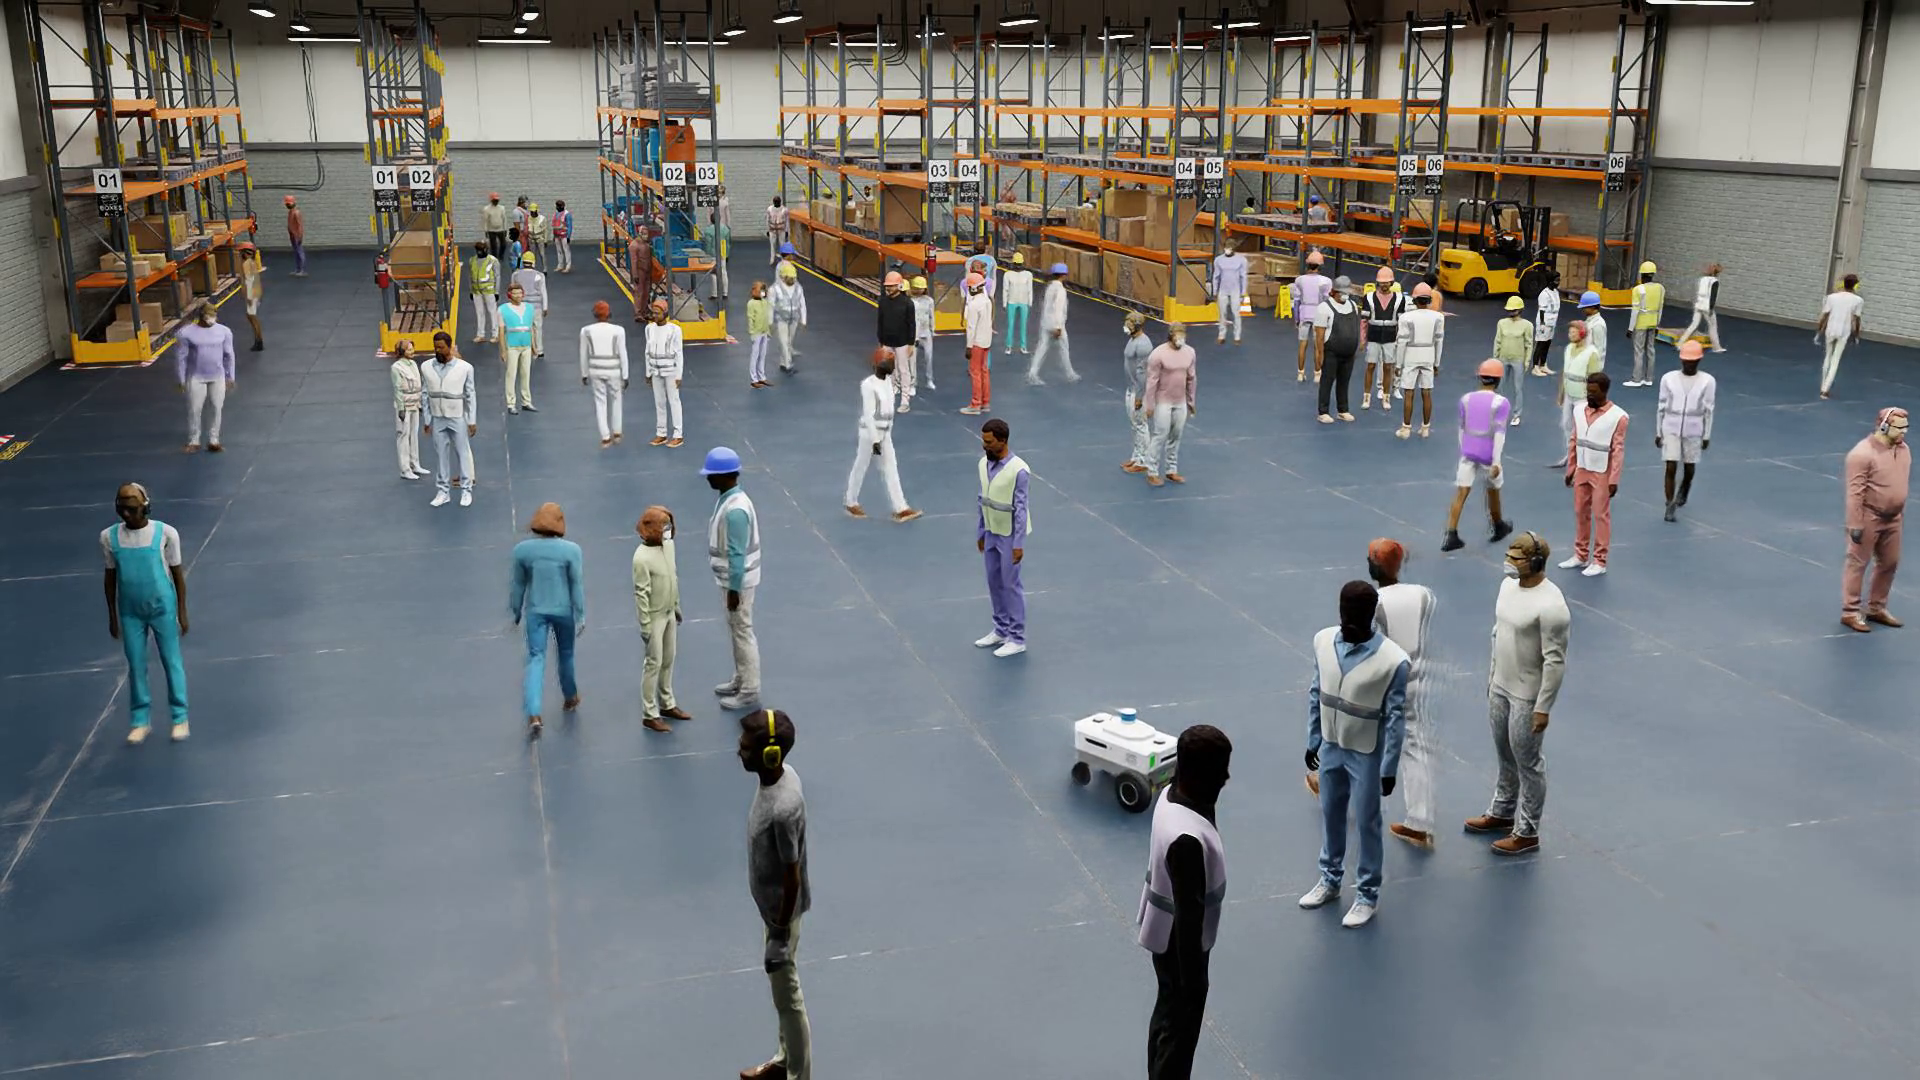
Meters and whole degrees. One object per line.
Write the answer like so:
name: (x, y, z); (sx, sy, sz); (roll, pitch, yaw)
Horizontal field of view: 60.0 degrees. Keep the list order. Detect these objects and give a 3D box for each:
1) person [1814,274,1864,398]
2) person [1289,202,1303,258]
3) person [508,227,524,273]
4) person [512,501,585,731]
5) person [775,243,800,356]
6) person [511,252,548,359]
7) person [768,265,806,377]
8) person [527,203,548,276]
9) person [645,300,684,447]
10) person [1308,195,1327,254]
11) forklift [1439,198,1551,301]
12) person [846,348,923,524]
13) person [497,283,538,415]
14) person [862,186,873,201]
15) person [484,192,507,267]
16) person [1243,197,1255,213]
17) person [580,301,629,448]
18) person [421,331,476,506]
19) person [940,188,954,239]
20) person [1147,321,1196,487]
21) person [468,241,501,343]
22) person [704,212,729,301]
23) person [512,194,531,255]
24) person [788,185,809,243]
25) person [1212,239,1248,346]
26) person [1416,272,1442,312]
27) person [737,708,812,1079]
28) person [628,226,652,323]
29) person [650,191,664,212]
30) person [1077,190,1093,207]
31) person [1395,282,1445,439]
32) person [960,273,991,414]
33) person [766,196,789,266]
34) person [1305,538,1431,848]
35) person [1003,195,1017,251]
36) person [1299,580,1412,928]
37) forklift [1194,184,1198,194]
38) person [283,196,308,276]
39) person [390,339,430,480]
person: (13.113, -3.048, 24.806); (0.595, 1.824, 0.829); (14, 20, 42)
person: (8.762, -7.860, 43.064); (0.348, 1.760, 0.528); (-10, 18, -32)
person: (-9.441, -5.797, 35.411); (0.319, 1.696, 0.532); (-7, 16, -25)
person: (-2.930, 0.540, 11.785); (0.526, 1.590, 0.797); (0, 15, -1)
person: (-2.993, -4.165, 28.791); (0.409, 1.943, 0.615); (-5, 16, -17)
person: (-7.340, -4.003, 28.426); (0.596, 1.826, 0.403); (-1, 15, -2)
person: (-2.744, -3.521, 26.697); (0.603, 1.768, 0.959); (-8, 17, -29)
person: (-10.608, -7.510, 41.626); (0.586, 1.823, 0.404); (1, 15, 5)
person: (-3.775, -2.126, 21.256); (0.581, 1.878, 0.344); (8, 17, 28)
person: (9.351, -8.060, 43.534); (0.644, 1.913, 0.773); (-2, 15, -8)
forklift: (11.913, -6.508, 37.130); (2.313, 2.155, 1.214); (-4, 15, -15)
person: (-0.841, -1.083, 17.436); (0.987, 1.824, 0.622); (9, 17, 31)
person: (-6.254, -2.714, 23.521); (0.384, 1.845, 0.565); (14, 20, 42)
person: (-2.703, -9.538, 49.184); (0.508, 1.861, 0.326); (10, 18, 34)
person: (-12.216, -8.150, 43.729); (0.659, 1.980, 0.418); (-10, 18, -32)
person: (8.030, -8.690, 46.329); (0.322, 1.690, 0.544); (-5, 16, -18)
person: (-4.555, -2.152, 21.384); (0.614, 1.854, 0.772); (-2, 15, -6)
person: (-5.565, -1.323, 18.155); (0.589, 1.917, 0.398); (2, 15, 6)
person: (-0.393, -10.351, 52.694); (0.503, 1.628, 0.278); (7, 17, 26)
person: (2.411, -1.559, 19.049); (0.644, 1.925, 0.406); (-9, 17, -31)
person: (-8.670, -4.515, 30.310); (0.626, 1.844, 0.429); (4, 15, 13)
person: (-5.360, -6.254, 36.666); (0.637, 1.938, 0.357); (-14, 20, -41)
person: (-10.865, -7.650, 41.722); (0.538, 2.000, 0.684); (4, 15, 15)
person: (-4.681, -9.546, 49.177); (0.842, 1.884, 0.655); (-1, 15, -3)
person: (4.845, -4.453, 29.921); (0.653, 1.927, 0.396); (7, 16, 24)
person: (7.404, -3.398, 26.406); (0.360, 1.687, 0.549); (14, 21, 43)
person: (-0.809, 1.609, 7.203); (0.328, 1.875, 0.517); (-3, 15, -11)
person: (-6.315, -5.290, 33.135); (0.401, 1.894, 0.654); (5, 16, 18)
person: (-8.313, -8.753, 46.119); (0.593, 1.917, 0.396); (12, 19, 37)
person: (3.405, -8.489, 45.071); (0.550, 1.942, 0.346); (12, 19, 37)
person: (5.970, -2.328, 21.693); (0.608, 2.044, 0.372); (-2, 15, -6)
person: (0.238, -2.772, 23.487); (0.411, 1.983, 0.617); (7, 16, 23)
person: (-4.861, -8.237, 44.317); (0.627, 1.843, 0.429); (1, 15, 4)
person: (2.540, 0.875, 10.059); (0.582, 1.828, 0.993); (-7, 16, -23)
person: (1.541, -9.226, 48.475); (0.522, 1.614, 0.636); (-4, 15, -15)
person: (2.123, 1.126, 8.960); (0.395, 1.911, 0.587); (-13, 20, -40)
forklift: (7.392, -11.333, 53.972); (1.873, 2.768, 1.129); (-4, 15, -15)
person: (-16.701, -7.636, 41.763); (0.396, 1.990, 0.621); (-12, 19, -38)
person: (-6.468, -1.542, 19.506); (0.310, 1.642, 0.514); (2, 15, 8)
